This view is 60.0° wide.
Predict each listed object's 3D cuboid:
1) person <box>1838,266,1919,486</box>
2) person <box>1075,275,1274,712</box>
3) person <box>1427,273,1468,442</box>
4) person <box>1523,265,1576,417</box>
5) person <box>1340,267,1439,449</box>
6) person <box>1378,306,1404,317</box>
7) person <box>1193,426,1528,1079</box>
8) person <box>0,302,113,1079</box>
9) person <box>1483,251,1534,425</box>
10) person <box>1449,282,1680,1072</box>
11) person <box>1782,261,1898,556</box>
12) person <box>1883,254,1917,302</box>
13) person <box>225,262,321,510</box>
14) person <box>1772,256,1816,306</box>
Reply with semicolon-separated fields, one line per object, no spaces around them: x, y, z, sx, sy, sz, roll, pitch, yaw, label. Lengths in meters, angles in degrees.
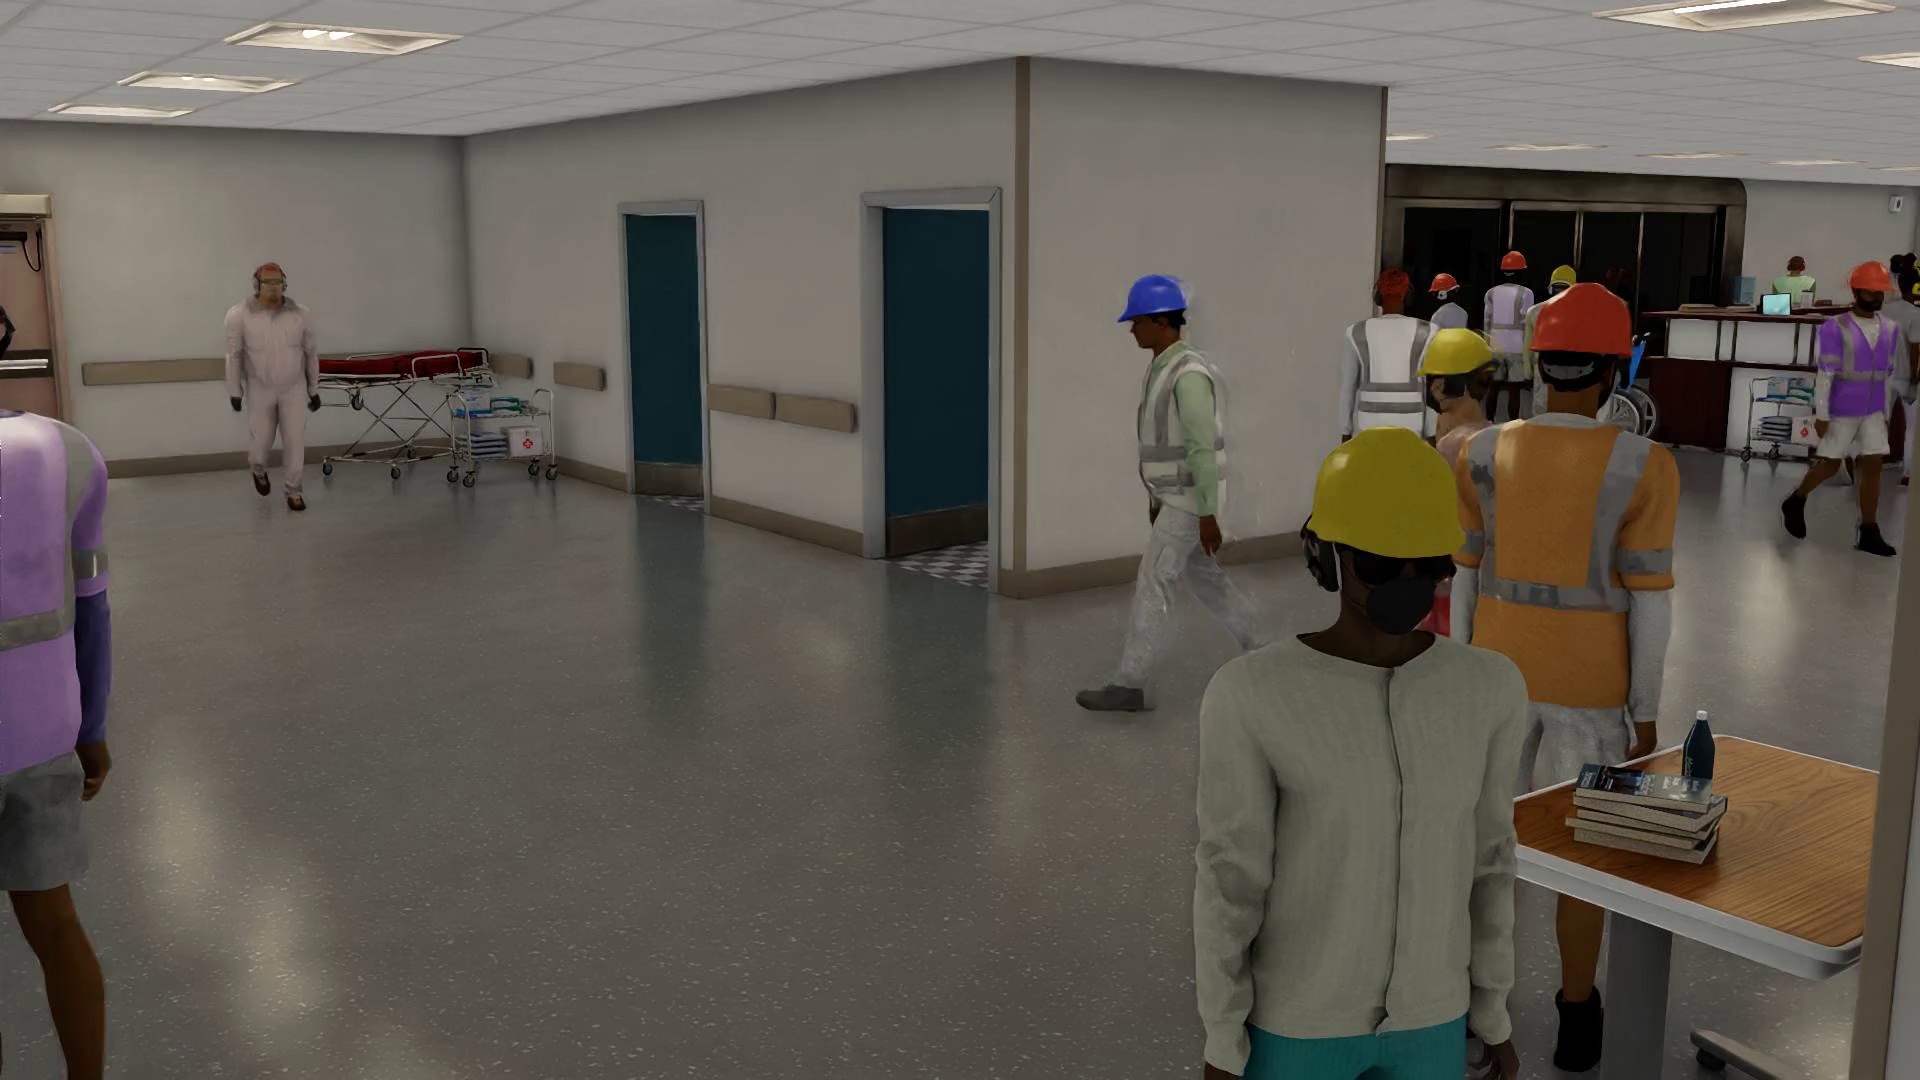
7.721;-1.342;13.773;0.803;1.845;0.518;-3;10;-15;person
1.031;-0.193;7.207;0.978;1.896;0.659;-1;10;-5;person
4.532;-1.621;15.612;0.559;1.743;0.365;-10;14;-44;person
5.212;-1.469;14.499;0.590;1.833;0.404;4;11;19;person
2.566;-0.680;9.956;0.577;1.880;0.385;4;11;21;person
4.836;-2.165;18.991;0.504;1.627;0.285;-3;10;-14;person
0.596;0.710;2.481;0.525;1.769;0.310;-3;10;-15;person
-2.036;0.408;3.438;0.403;2.031;0.614;4;11;20;person
5.554;-1.938;16.814;0.354;1.942;0.545;-9;14;-41;person
1.483;0.334;4.146;0.542;1.928;0.399;8;13;38;person
5.908;-0.891;11.046;0.559;1.912;0.864;-2;10;-9;person
15.448;-3.797;27.523;0.634;1.839;0.429;8;13;39;person
-5.265;-1.179;12.745;0.660;1.889;0.643;-6;12;-30;person
11.900;-3.134;23.800;0.571;1.840;0.374;5;11;27;person
